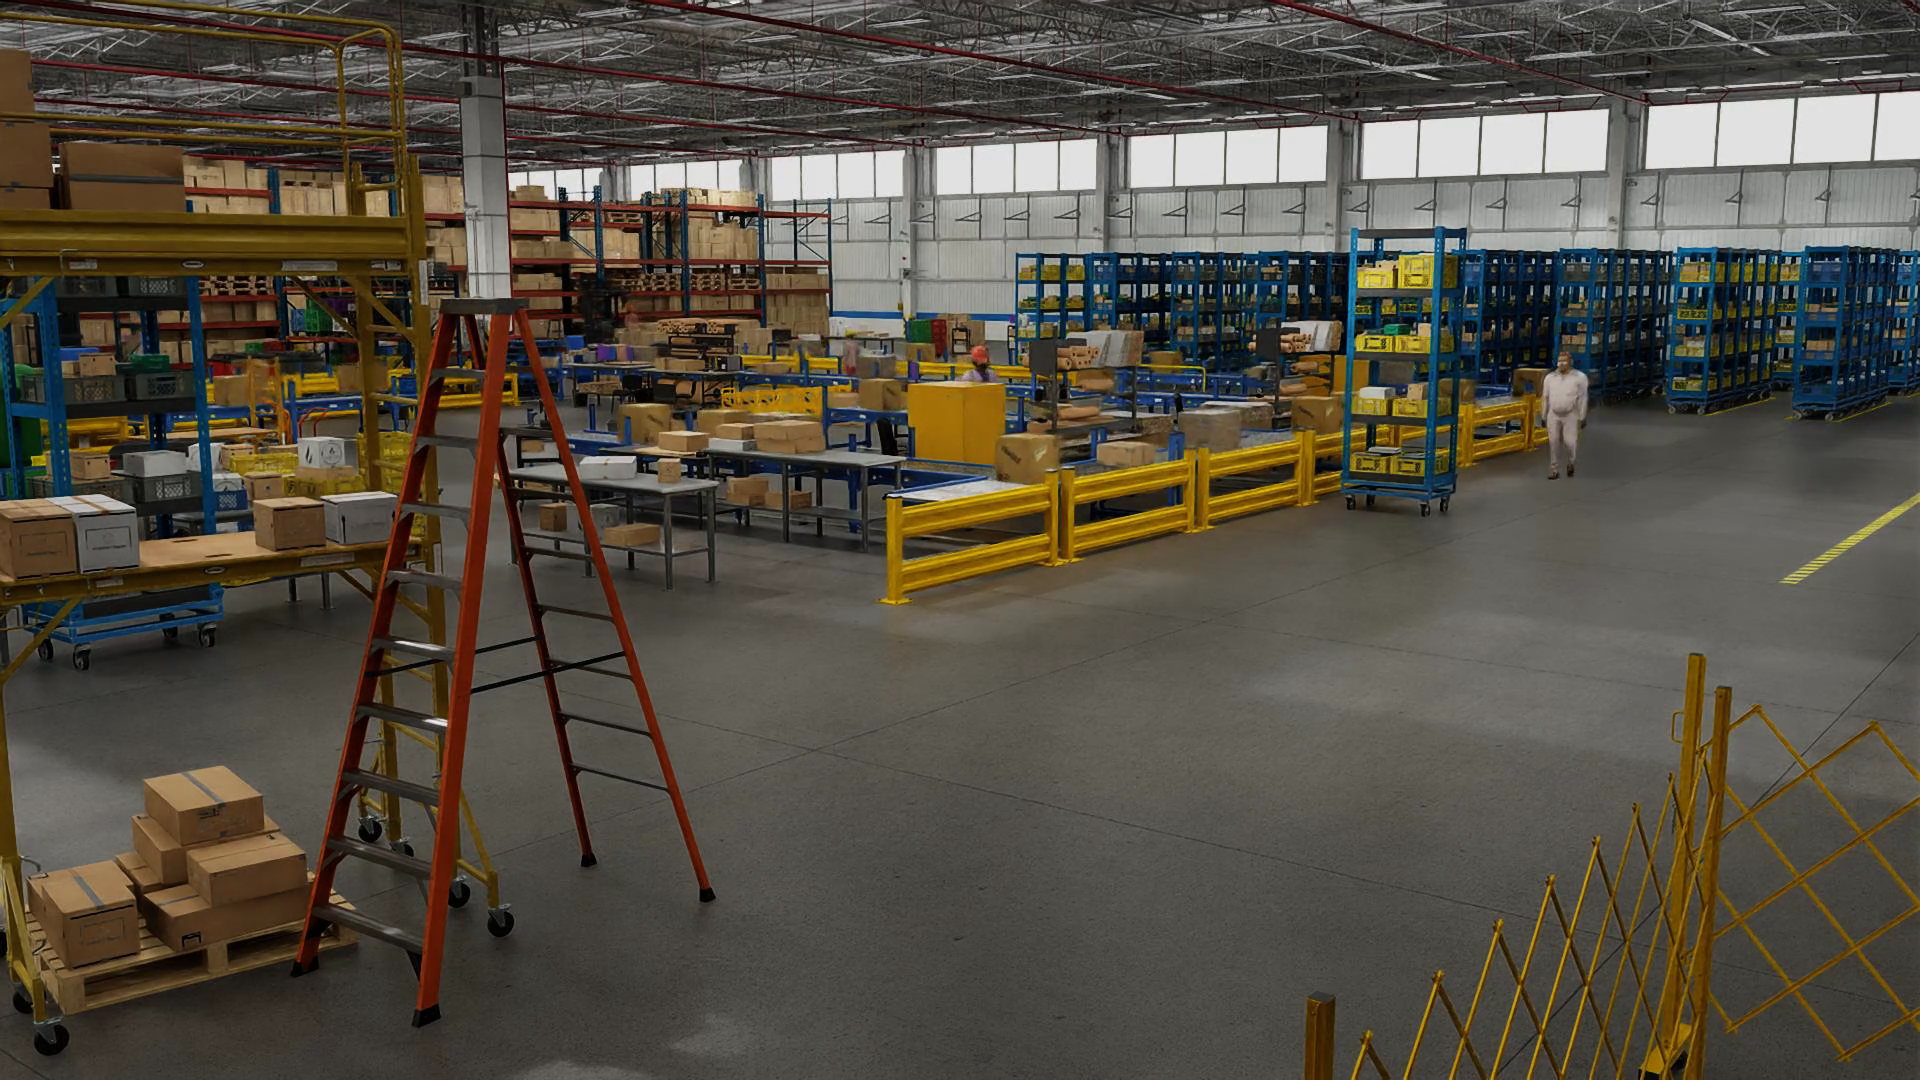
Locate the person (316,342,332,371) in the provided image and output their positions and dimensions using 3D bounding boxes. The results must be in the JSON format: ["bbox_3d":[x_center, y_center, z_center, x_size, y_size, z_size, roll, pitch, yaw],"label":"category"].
[{"bbox_3d":[-16.485,-4.701,43.092,0.531,1.680,0.366,7,12,39],"label":"person"}]

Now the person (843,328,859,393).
[{"bbox_3d":[-2.514,-4.068,38.912,0.537,1.756,0.527,4,10,25],"label":"person"}]

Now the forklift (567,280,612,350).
[{"bbox_3d":[-11.334,-6.728,52.025,1.873,2.768,1.129,7,11,37],"label":"forklift"}]

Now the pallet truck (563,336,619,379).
[{"bbox_3d":[-10.690,-5.294,48.215,1.601,1.201,0.680,-5,10,-26],"label":"pallet truck"}]

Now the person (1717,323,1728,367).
[{"bbox_3d":[19.700,-4.783,43.104,0.373,1.843,0.569,7,11,37],"label":"person"}]

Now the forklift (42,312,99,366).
[{"bbox_3d":[-23.779,-5.451,44.052,1.873,2.768,1.129,7,11,36],"label":"forklift"}]

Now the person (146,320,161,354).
[{"bbox_3d":[-20.590,-4.732,42.553,0.409,1.917,0.564,-1,9,-8],"label":"person"}]

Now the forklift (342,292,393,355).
[{"bbox_3d":[-16.485,-5.622,45.120,1.129,2.768,1.873,7,11,37],"label":"forklift"}]

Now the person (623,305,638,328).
[{"bbox_3d":[-11.608,-7.313,58.638,0.627,1.942,1.051,7,11,37],"label":"person"}]

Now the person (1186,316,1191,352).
[{"bbox_3d":[7.113,-6.309,52.732,0.743,1.801,0.601,7,12,38],"label":"person"}]

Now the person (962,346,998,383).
[{"bbox_3d":[0.372,-1.761,23.765,0.612,2.004,0.602,8,12,40],"label":"person"}]

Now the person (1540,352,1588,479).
[{"bbox_3d":[8.874,-1.826,24.502,0.670,1.891,0.439,6,11,34],"label":"person"}]

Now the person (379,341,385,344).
[{"bbox_3d":[-17.630,-5.889,50.287,0.518,1.756,0.348,-9,13,-44],"label":"person"}]

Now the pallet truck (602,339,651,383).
[{"bbox_3d":[-8.991,-4.871,45.351,0.653,1.274,1.630,7,11,37],"label":"pallet truck"}]

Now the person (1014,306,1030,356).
[{"bbox_3d":[2.132,-7.114,57.332,0.601,1.948,0.386,-7,11,-37],"label":"person"}]
